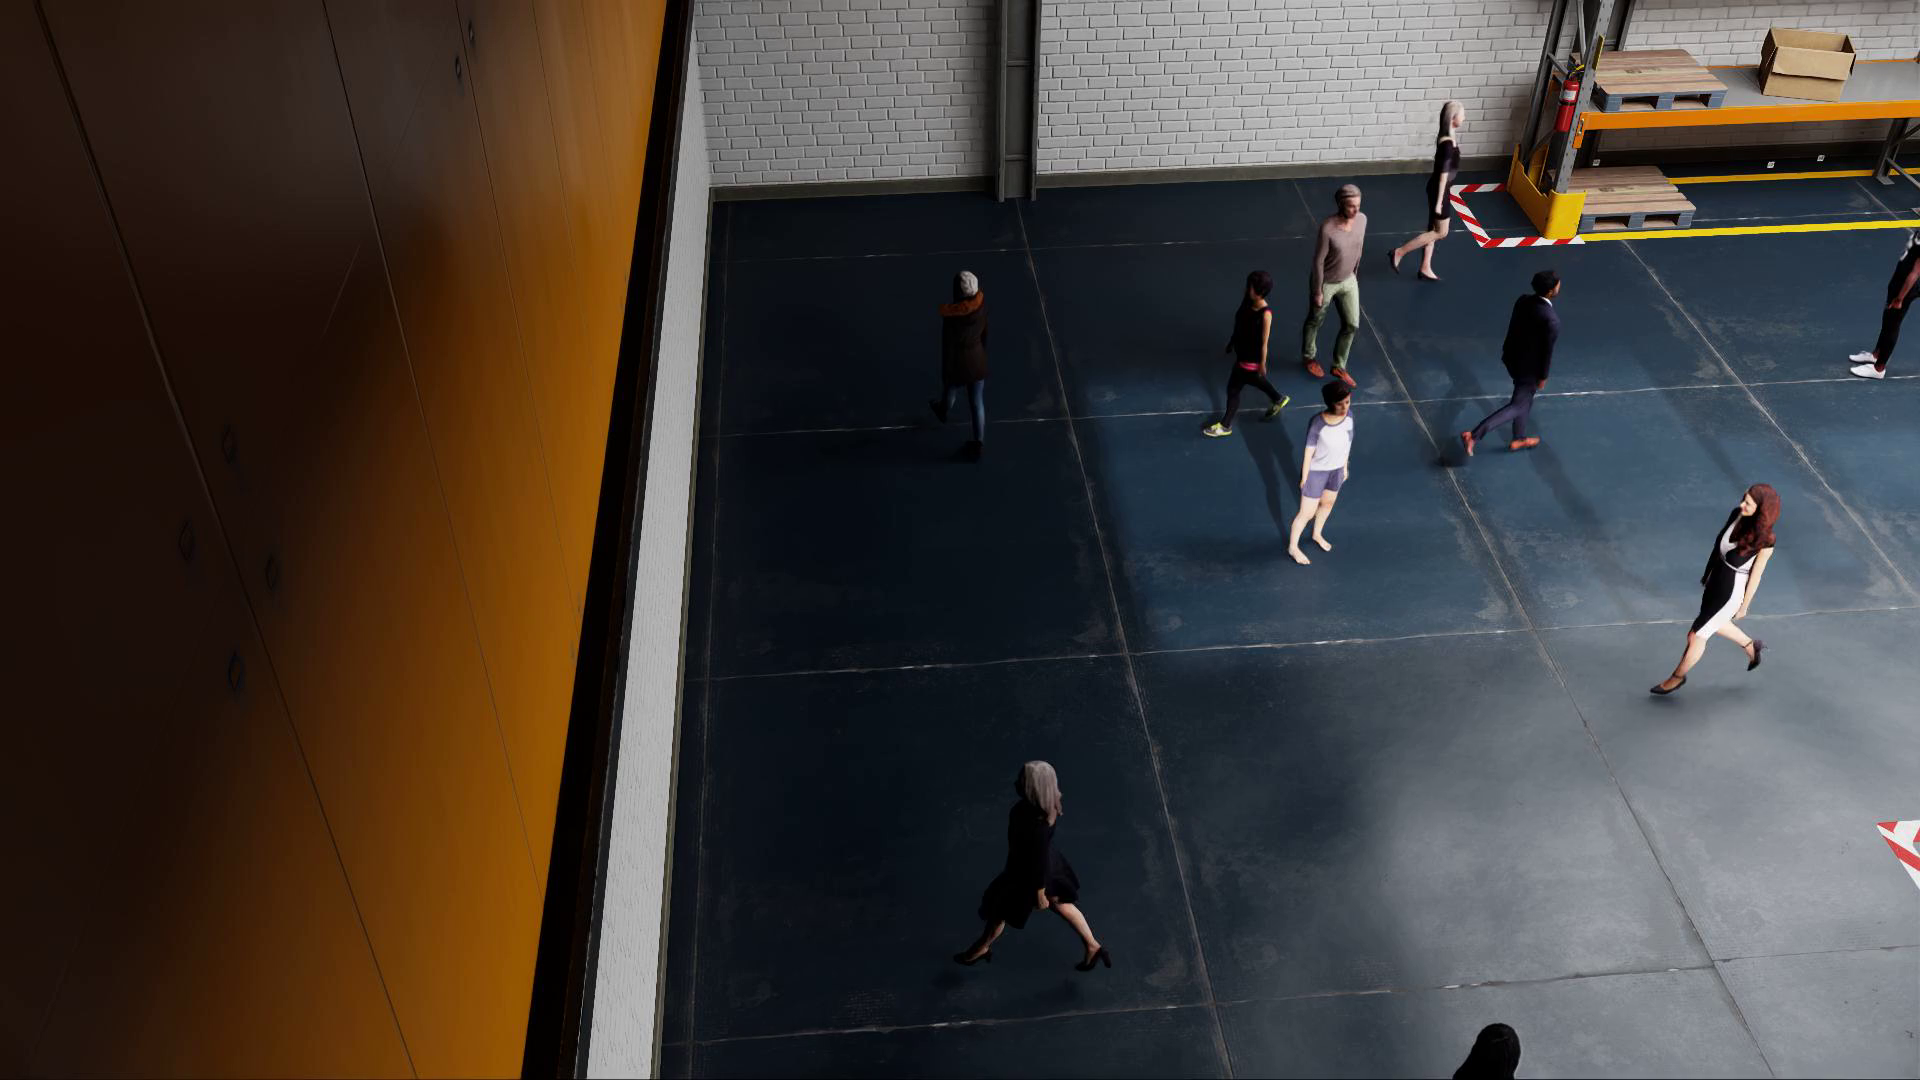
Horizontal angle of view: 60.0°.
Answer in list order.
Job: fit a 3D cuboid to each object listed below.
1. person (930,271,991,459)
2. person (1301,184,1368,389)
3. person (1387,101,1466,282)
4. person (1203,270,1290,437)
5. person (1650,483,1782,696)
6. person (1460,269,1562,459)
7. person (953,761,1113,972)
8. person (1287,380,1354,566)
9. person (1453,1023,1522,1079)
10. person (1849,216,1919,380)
[{"bbox_3d":[0.077,-1.386,13.432,1.053,1.595,0.951,-18,42,-21],"label":"person"},{"bbox_3d":[3.153,-2.251,14.311,0.901,1.849,0.916,-16,41,-19],"label":"person"},{"bbox_3d":[4.388,-3.228,15.557,0.858,1.822,0.677,3,39,4],"label":"person"},{"bbox_3d":[2.452,-1.552,13.694,1.030,1.526,0.632,-7,39,-9],"label":"person"},{"bbox_3d":[5.188,0.357,11.106,1.022,1.774,0.630,-6,39,-7],"label":"person"},{"bbox_3d":[4.450,-1.378,13.334,1.113,1.704,0.814,-12,40,-15],"label":"person"},{"bbox_3d":[0.496,1.870,9.273,1.195,1.696,0.741,3,39,4],"label":"person"},{"bbox_3d":[2.713,-0.547,12.409,0.607,1.559,0.713,-20,43,-24],"label":"person"},{"bbox_3d":[2.438,2.876,7.982,0.493,1.734,0.565,-1,39,-2],"label":"person"},{"bbox_3d":[8.163,-2.175,14.311,0.743,1.731,0.717,14,41,17],"label":"person"}]
